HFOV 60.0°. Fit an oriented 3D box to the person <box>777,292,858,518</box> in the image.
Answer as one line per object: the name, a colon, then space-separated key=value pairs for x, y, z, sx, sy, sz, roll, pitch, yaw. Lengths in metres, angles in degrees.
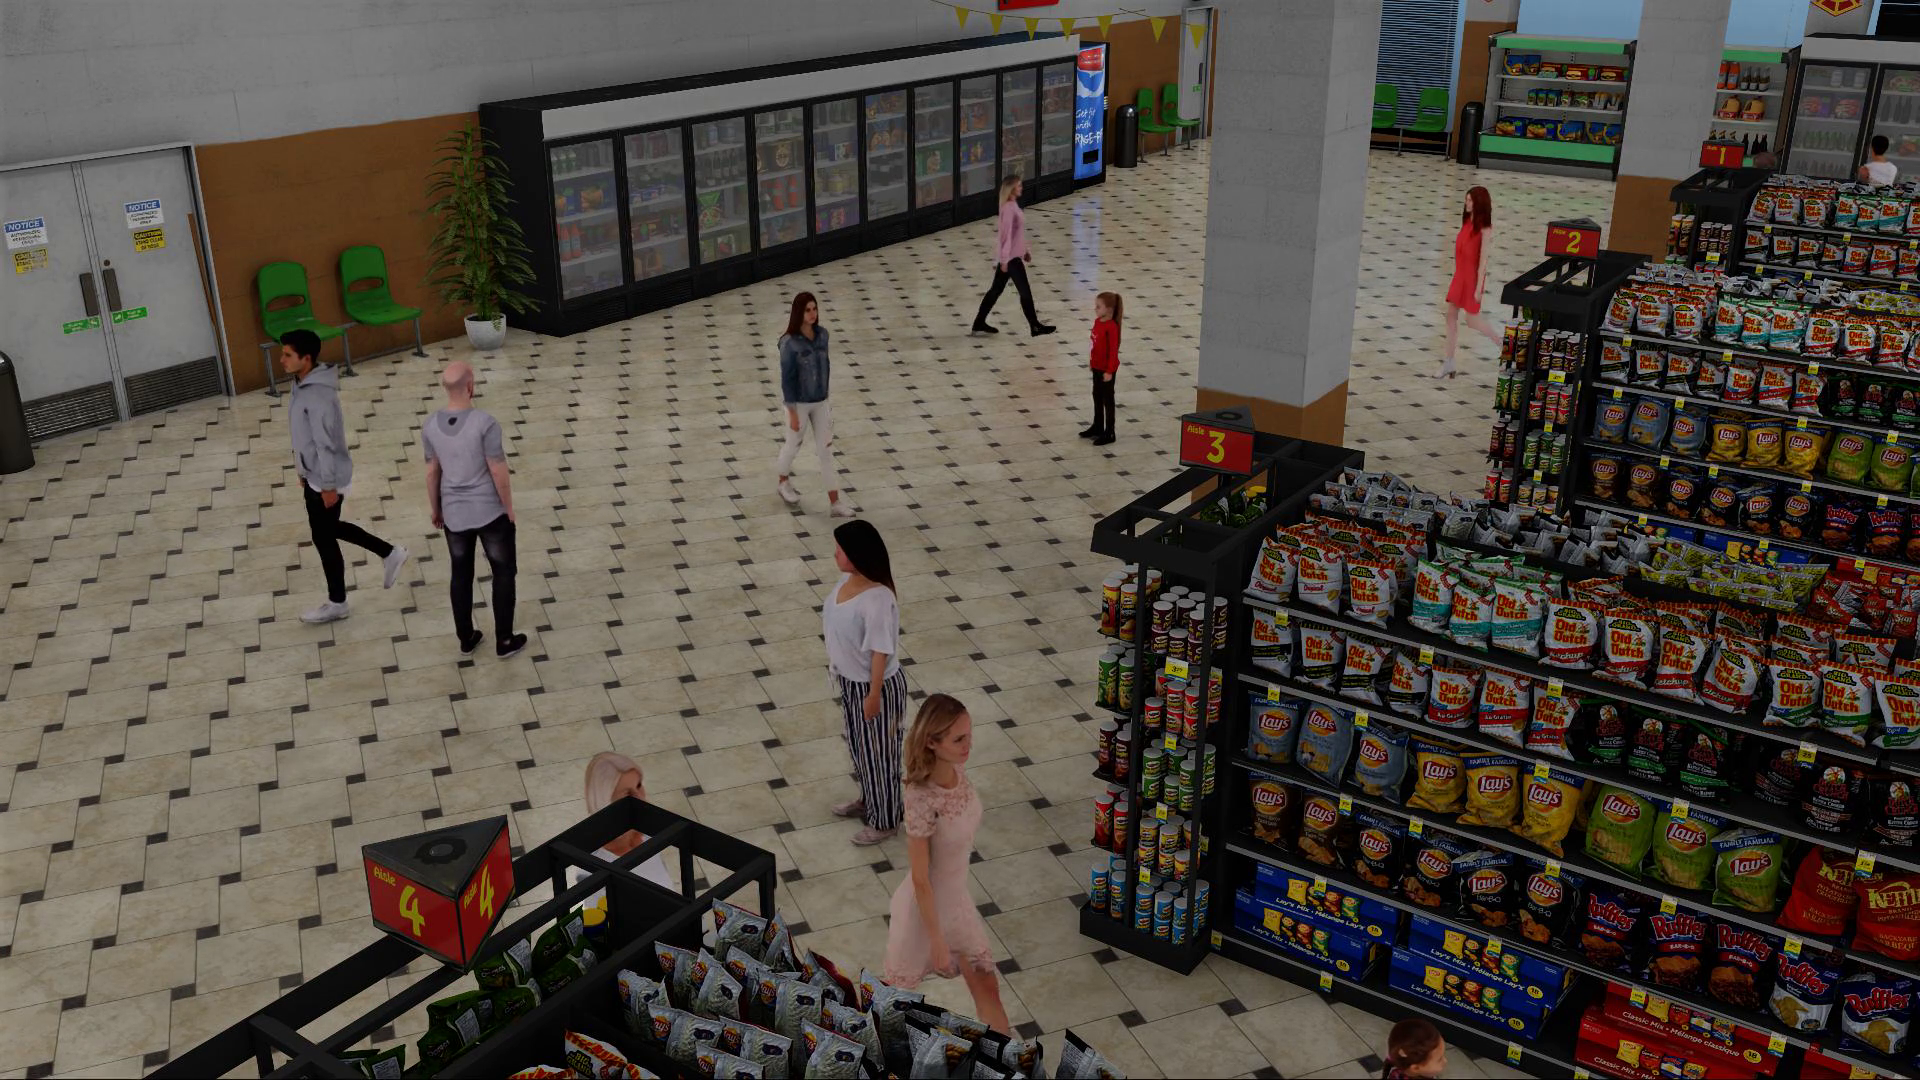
person: x=-1.186 y=-0.992 z=12.265 sx=0.835 sy=1.655 sz=1.187 roll=-17 pitch=28 yaw=-36

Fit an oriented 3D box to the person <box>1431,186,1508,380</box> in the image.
person: x=4.818 y=-2.357 z=15.464 sx=1.060 sy=1.804 sz=1.044 roll=-5 pitch=23 yaw=-13

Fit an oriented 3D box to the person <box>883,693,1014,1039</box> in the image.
person: x=-0.187 y=1.381 z=6.198 sx=1.140 sy=1.776 sz=0.651 roll=12 pitch=25 yaw=27

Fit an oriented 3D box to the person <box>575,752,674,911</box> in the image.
person: x=-1.175 y=1.530 z=5.859 sx=0.597 sy=1.751 sz=0.624 roll=7 pitch=23 yaw=18

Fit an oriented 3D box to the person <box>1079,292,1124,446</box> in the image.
person: x=1.204 y=-1.448 z=13.902 sx=0.637 sy=1.281 sz=0.554 roll=-10 pitch=24 yaw=-23

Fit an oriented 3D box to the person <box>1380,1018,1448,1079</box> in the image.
person: x=1.476 y=2.035 z=5.582 sx=0.502 sy=1.022 sz=0.469 roll=7 pitch=23 yaw=17

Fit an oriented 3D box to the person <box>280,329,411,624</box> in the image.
person: x=-3.921 y=-0.424 z=10.512 sx=0.997 sy=1.909 sz=1.058 roll=-13 pitch=25 yaw=-29

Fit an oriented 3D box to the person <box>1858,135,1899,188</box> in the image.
person: x=10.178 y=-3.575 z=18.553 sx=1.007 sy=1.760 sz=1.053 roll=-3 pitch=22 yaw=-7

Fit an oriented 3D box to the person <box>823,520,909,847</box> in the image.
person: x=-0.442 y=0.671 z=8.090 sx=0.848 sy=1.683 sz=0.762 roll=-7 pitch=23 yaw=-16

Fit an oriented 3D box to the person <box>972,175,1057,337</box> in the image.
person: x=0.422 y=-2.862 z=16.934 sx=1.172 sy=1.644 sz=0.985 roll=1 pitch=22 yaw=3

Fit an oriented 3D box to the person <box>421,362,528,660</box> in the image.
person: x=-2.915 y=-0.161 z=9.966 sx=0.677 sy=1.827 sz=0.820 roll=4 pitch=22 yaw=9
